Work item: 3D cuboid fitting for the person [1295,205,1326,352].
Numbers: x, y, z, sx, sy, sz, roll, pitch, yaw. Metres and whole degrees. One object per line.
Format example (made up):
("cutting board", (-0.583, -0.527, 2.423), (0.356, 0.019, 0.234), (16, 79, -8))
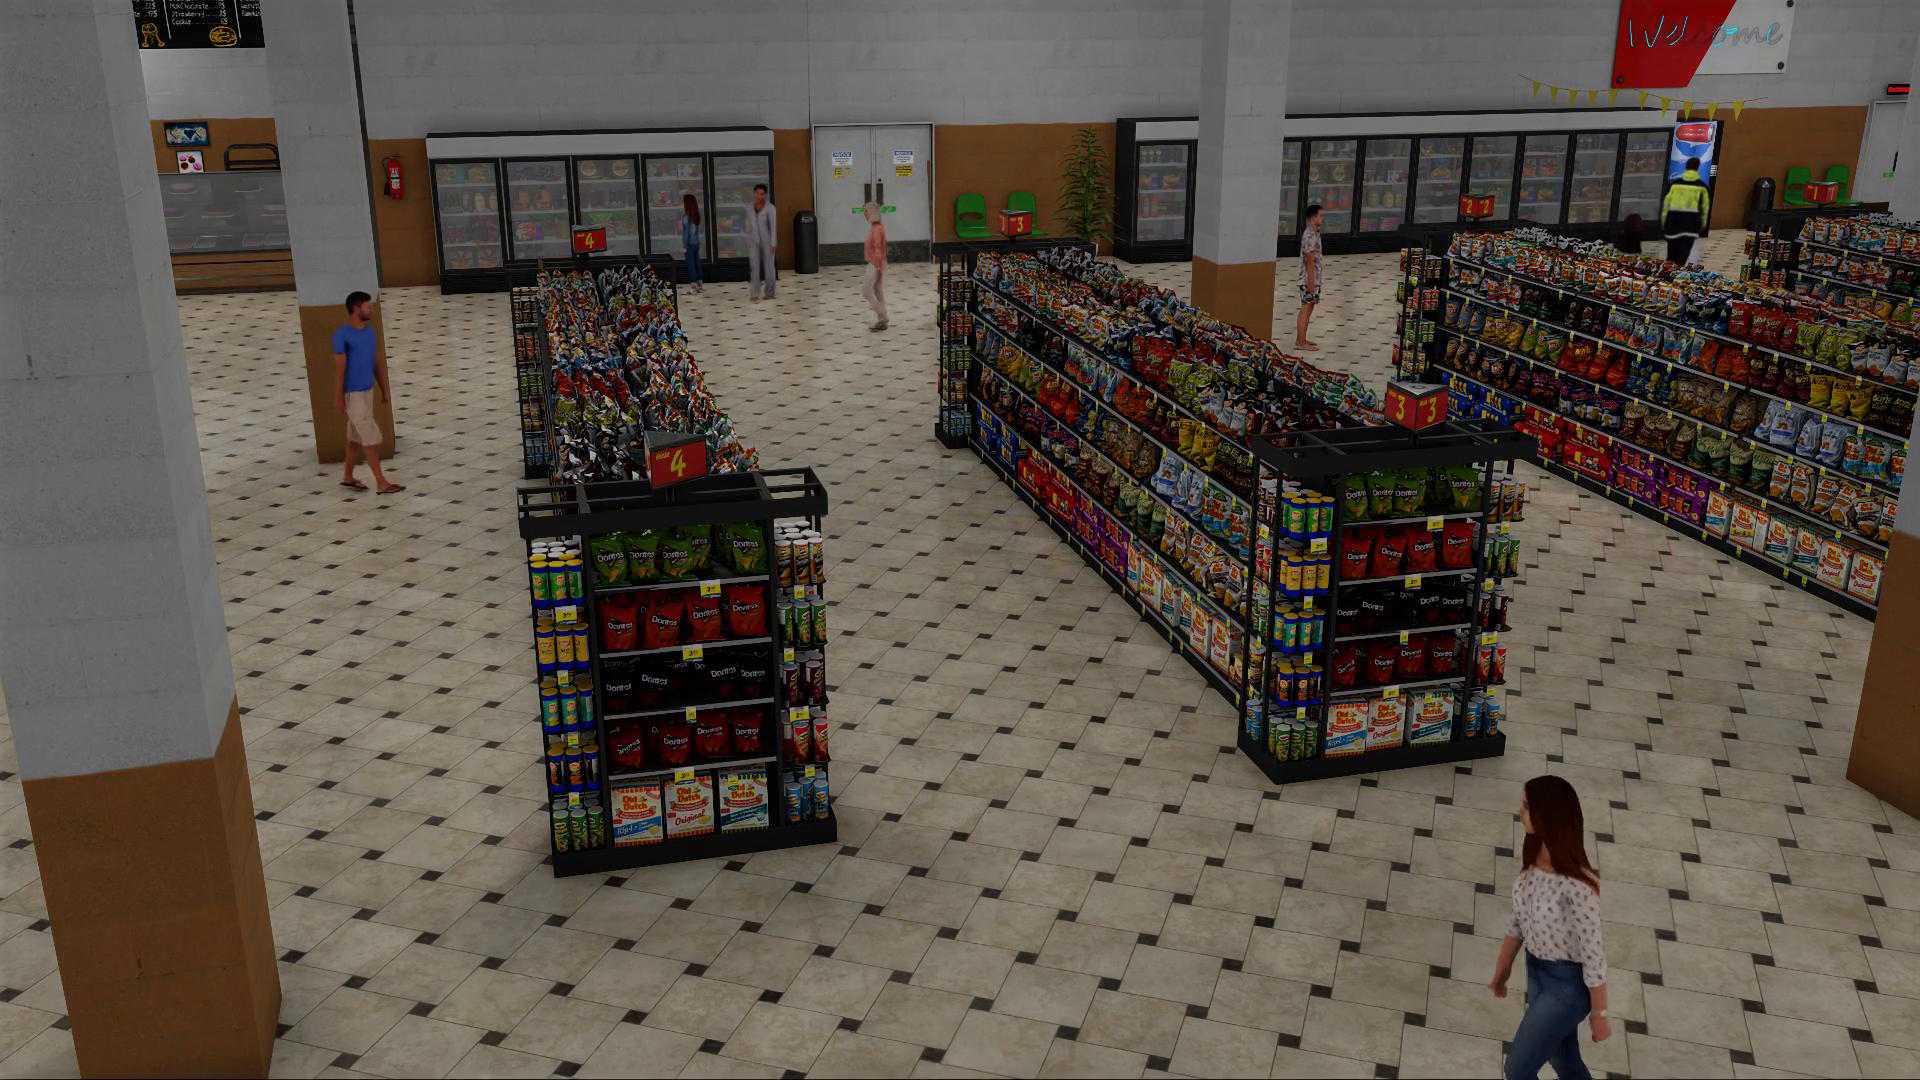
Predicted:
("person", (4.442, -3.351, 21.169), (0.802, 1.815, 0.641), (3, 19, 7))

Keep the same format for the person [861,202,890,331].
("person", (-1.030, -3.651, 22.214), (0.727, 1.717, 0.605), (0, 19, -1))

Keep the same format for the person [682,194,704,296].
("person", (-4.006, -4.418, 24.863), (0.695, 1.476, 0.595), (6, 20, 17))

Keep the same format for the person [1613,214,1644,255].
("person", (8.039, -3.086, 20.386), (0.898, 1.813, 0.868), (0, 19, 1))

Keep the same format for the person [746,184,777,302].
("person", (-2.885, -4.354, 24.319), (0.891, 1.703, 1.083), (5, 19, 14))

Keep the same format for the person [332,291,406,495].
("person", (-5.572, -1.337, 15.169), (1.070, 1.833, 1.085), (7, 20, 20))

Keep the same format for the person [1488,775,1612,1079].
("person", (2.362, 1.710, 6.345), (0.744, 1.696, 0.802), (-4, 19, -11))

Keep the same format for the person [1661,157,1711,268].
("person", (10.916, -4.767, 25.153), (1.168, 1.953, 1.213), (12, 22, 31))
